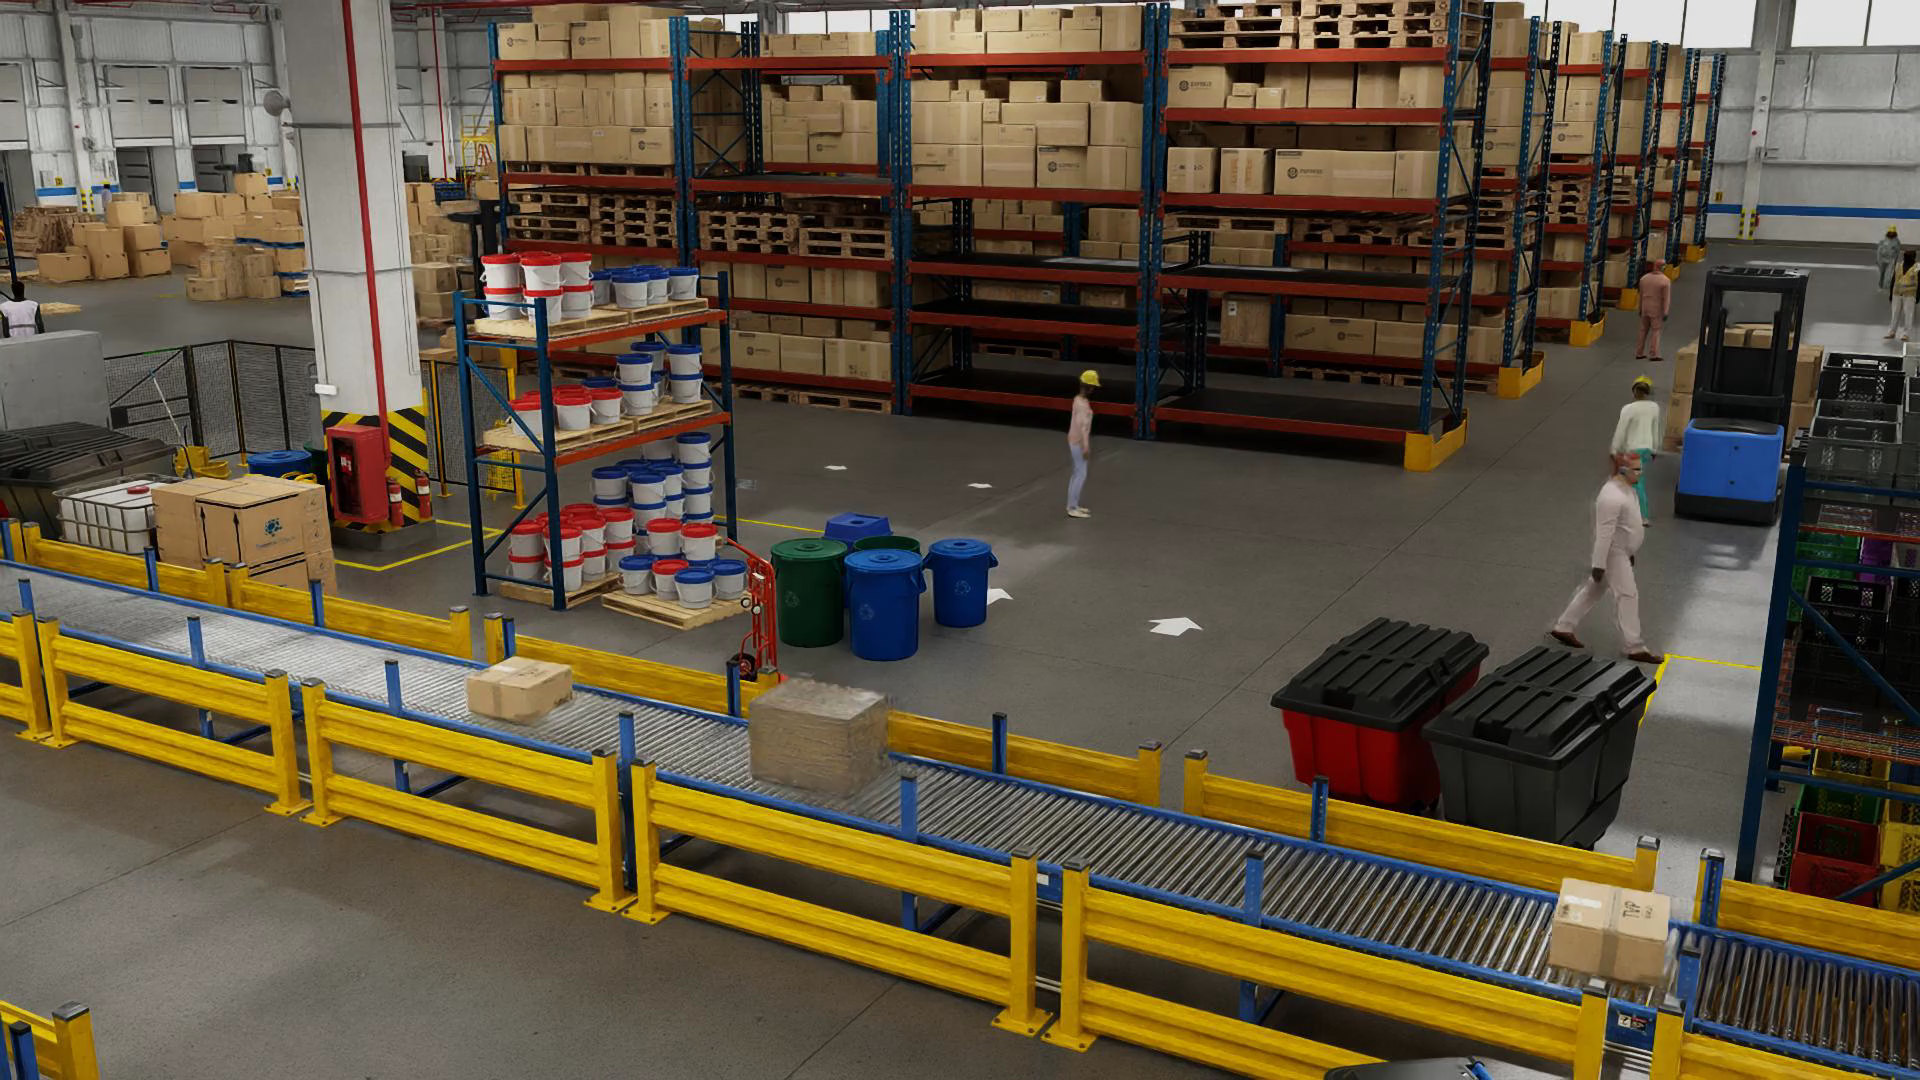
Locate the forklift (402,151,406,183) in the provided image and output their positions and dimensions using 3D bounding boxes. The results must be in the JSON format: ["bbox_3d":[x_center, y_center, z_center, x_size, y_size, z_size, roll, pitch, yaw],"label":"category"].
[{"bbox_3d":[-21.717,-13.660,64.452,1.873,2.768,1.129,1,15,2],"label":"forklift"}]

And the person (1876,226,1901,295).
[{"bbox_3d":[23.392,-7.069,41.934,0.486,1.700,0.897,9,17,29],"label":"person"}]

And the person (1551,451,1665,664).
[{"bbox_3d":[5.735,0.116,14.625,0.977,1.865,0.659,8,17,28],"label":"person"}]

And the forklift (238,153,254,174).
[{"bbox_3d":[-26.170,-12.804,61.235,1.873,2.768,1.129,-3,15,-10],"label":"forklift"}]

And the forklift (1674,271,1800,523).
[{"bbox_3d":[9.269,-1.763,19.726,1.129,2.768,1.873,8,17,27],"label":"forklift"}]

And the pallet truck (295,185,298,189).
[{"bbox_3d":[-26.804,-14.617,69.738,1.885,1.965,0.823,-14,20,-42],"label":"pallet truck"}]

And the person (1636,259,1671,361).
[{"bbox_3d":[13.024,-4.307,31.181,0.399,1.900,0.645,-9,17,-30],"label":"person"}]

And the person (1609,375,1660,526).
[{"bbox_3d":[7.776,-1.061,19.318,0.554,1.696,0.876,-6,16,-23],"label":"person"}]

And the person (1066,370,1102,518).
[{"bbox_3d":[1.451,-1.124,19.502,0.393,1.745,0.540,-1,15,-2],"label":"person"}]

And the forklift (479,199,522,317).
[{"bbox_3d":[-9.350,-5.627,34.252,1.873,2.768,1.129,8,17,28],"label":"forklift"}]

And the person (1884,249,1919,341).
[{"bbox_3d":[19.229,-4.988,33.848,0.430,1.840,0.626,-10,18,-33],"label":"person"}]

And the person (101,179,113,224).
[{"bbox_3d":[-31.320,-12.266,61.072,0.604,1.907,0.541,13,20,40],"label":"person"}]

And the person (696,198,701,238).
[{"bbox_3d":[-8.219,-9.717,51.637,0.632,1.830,0.434,5,16,19],"label":"person"}]

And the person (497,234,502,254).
[{"bbox_3d":[-10.205,-5.819,36.778,0.354,1.937,0.635,-6,16,-21],"label":"person"}]

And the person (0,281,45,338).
[{"bbox_3d":[-15.318,-3.272,27.244,0.600,1.917,0.376,-6,16,-23],"label":"person"}]
